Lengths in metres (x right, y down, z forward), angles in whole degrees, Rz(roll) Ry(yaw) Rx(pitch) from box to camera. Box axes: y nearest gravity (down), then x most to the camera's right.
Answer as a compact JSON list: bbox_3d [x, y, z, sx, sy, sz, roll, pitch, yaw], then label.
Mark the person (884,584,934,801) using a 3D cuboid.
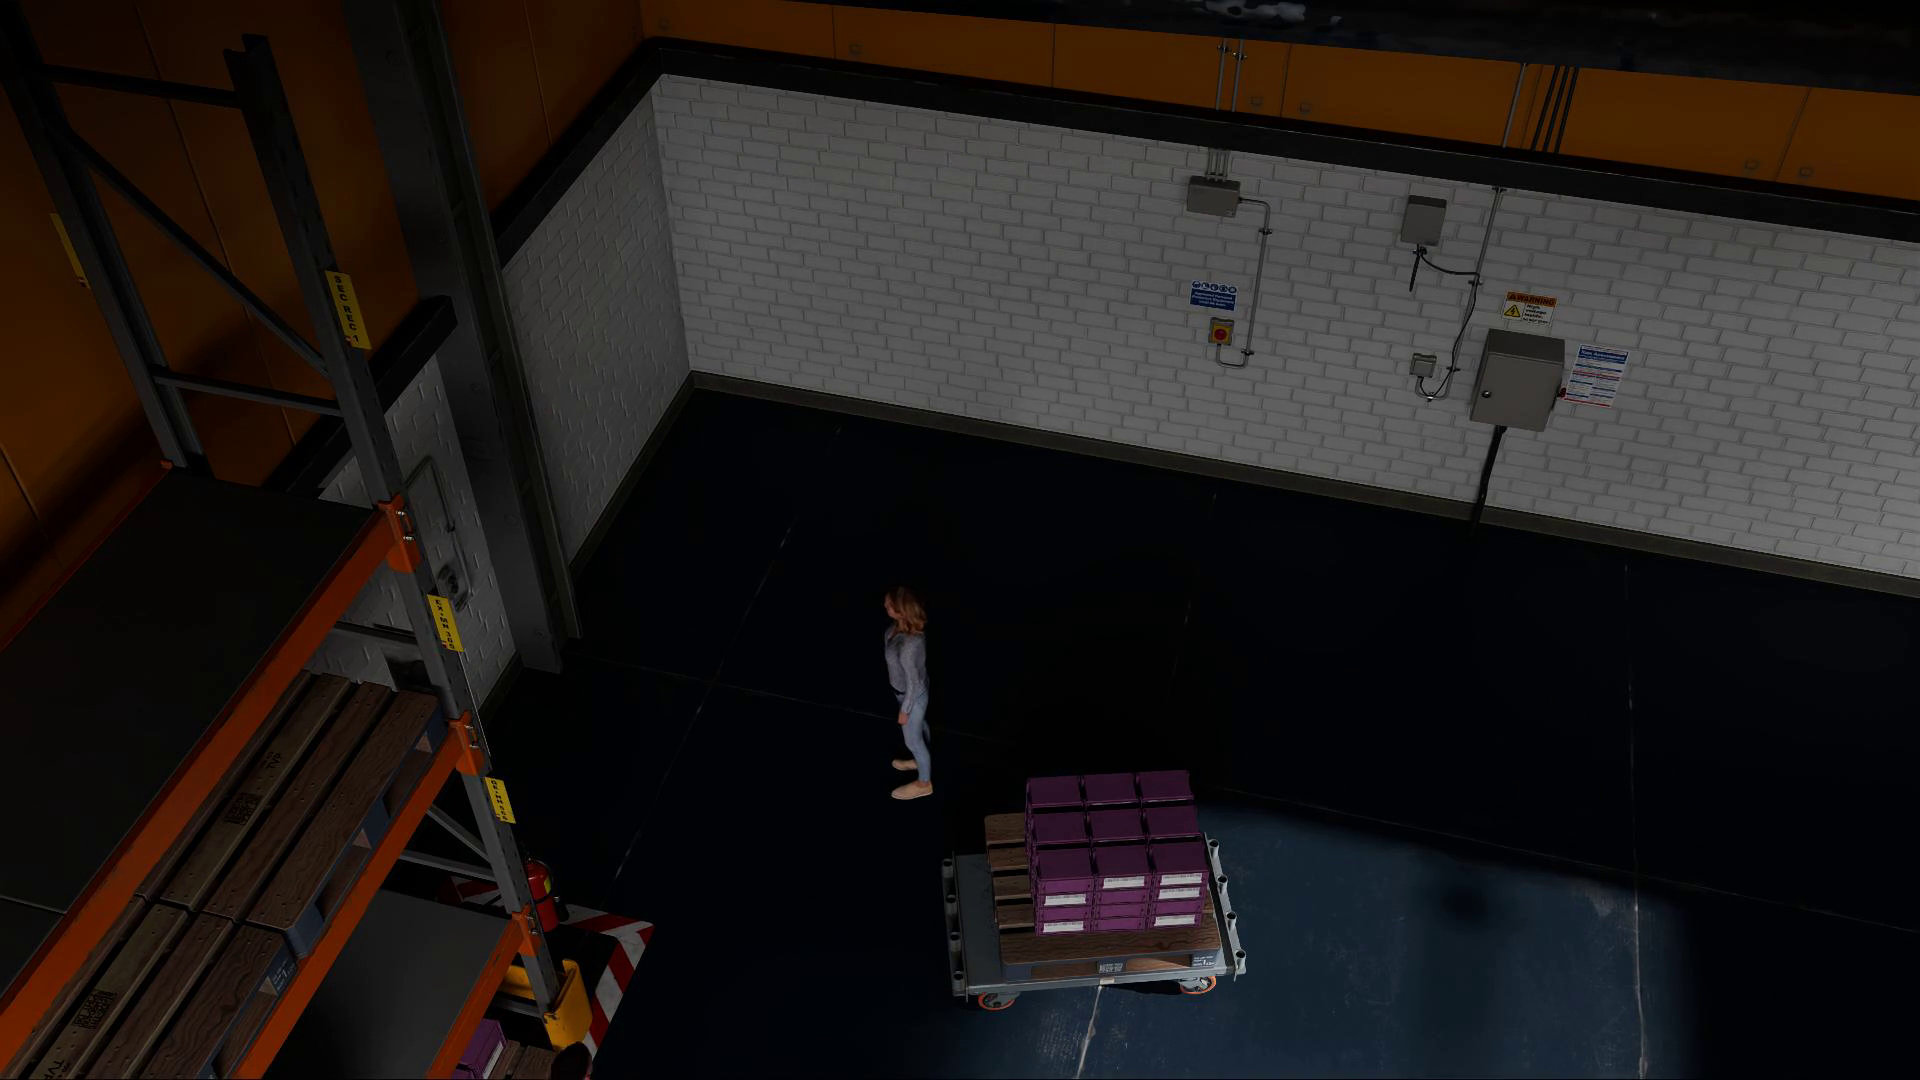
[{"bbox_3d":[-0.297,0.909,10.014,0.696,1.795,0.521,0,44,0],"label":"person"}]
